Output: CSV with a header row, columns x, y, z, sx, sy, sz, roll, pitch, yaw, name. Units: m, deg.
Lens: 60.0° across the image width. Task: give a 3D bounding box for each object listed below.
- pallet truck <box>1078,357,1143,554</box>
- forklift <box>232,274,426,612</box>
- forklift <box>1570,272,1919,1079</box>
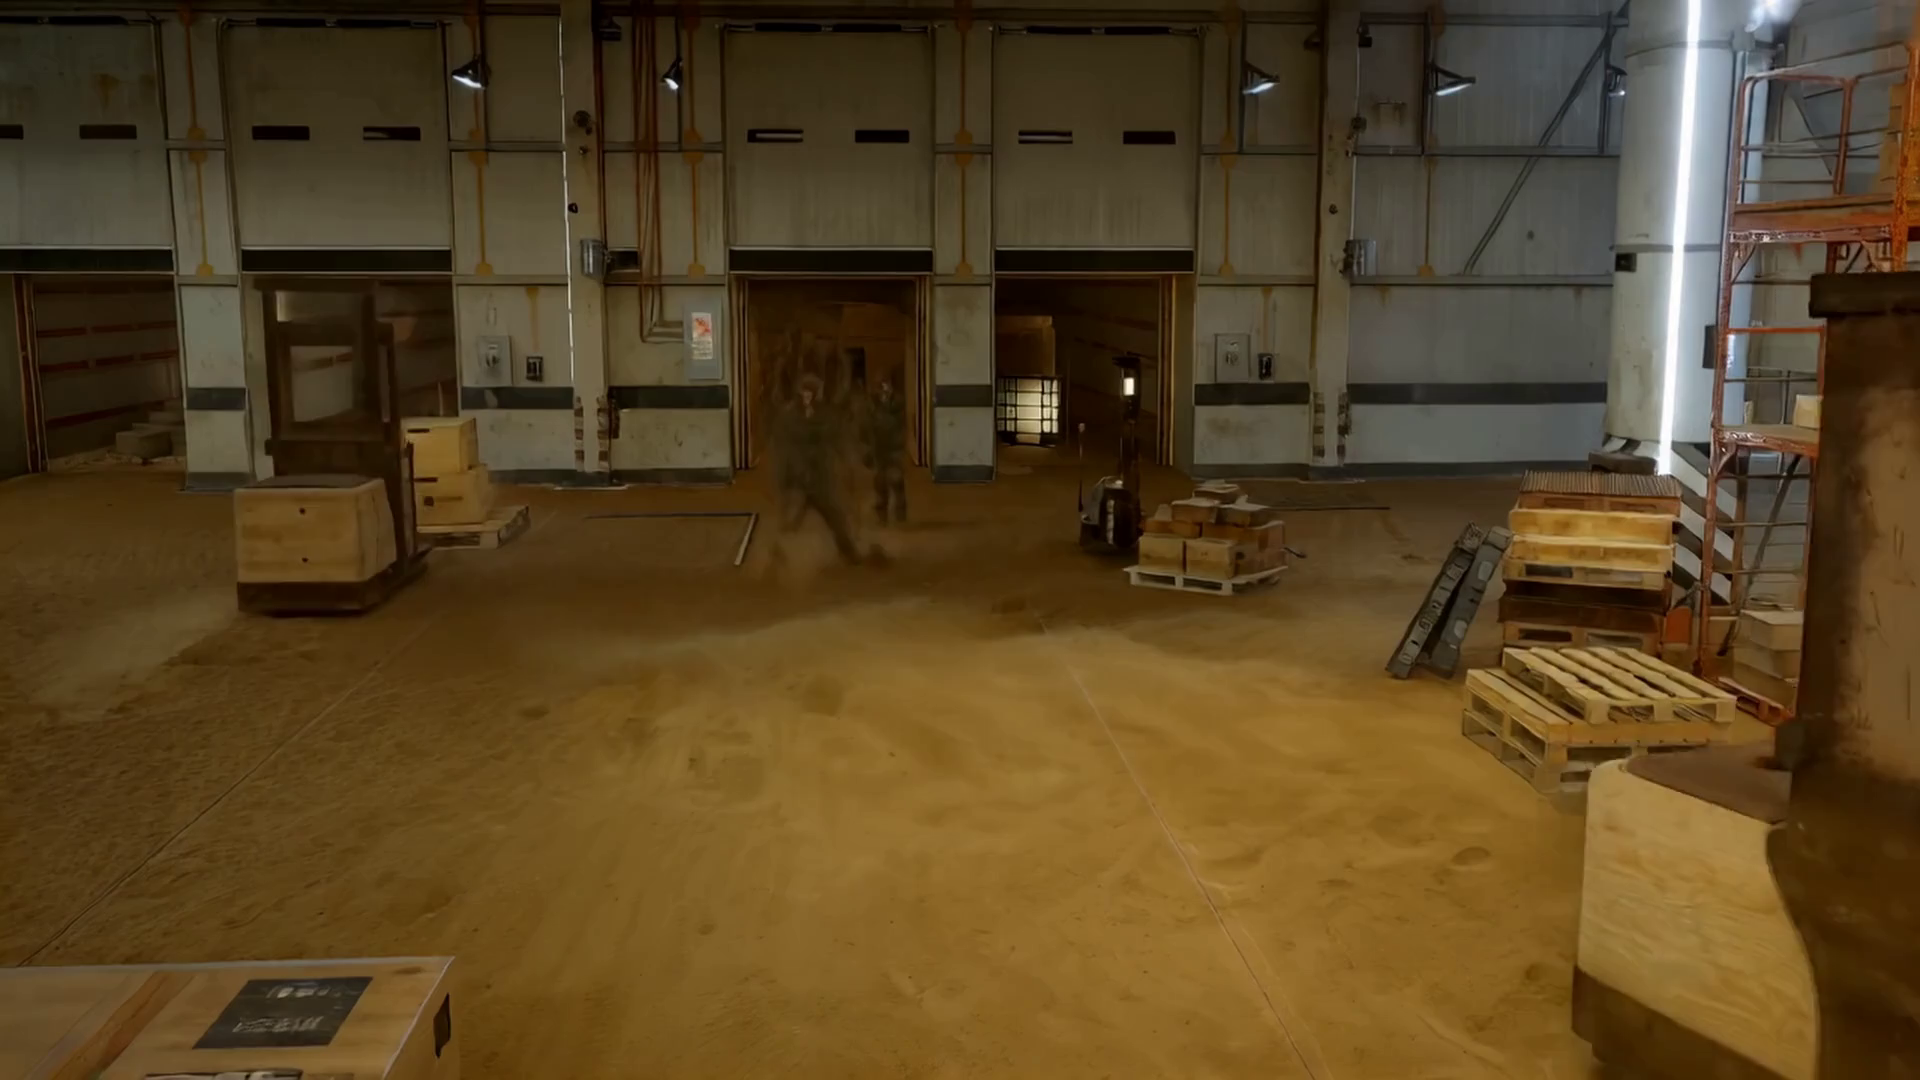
x,y,z,sx,sy,sz,roll,pitch,yaw,name
2.088,-0.836,16.757,1.885,1.965,0.823,2,9,13,pallet truck
-5.461,-0.886,14.313,1.129,2.768,1.873,-1,9,-4,forklift
3.038,0.558,5.244,1.129,2.768,1.873,-4,10,-23,forklift
